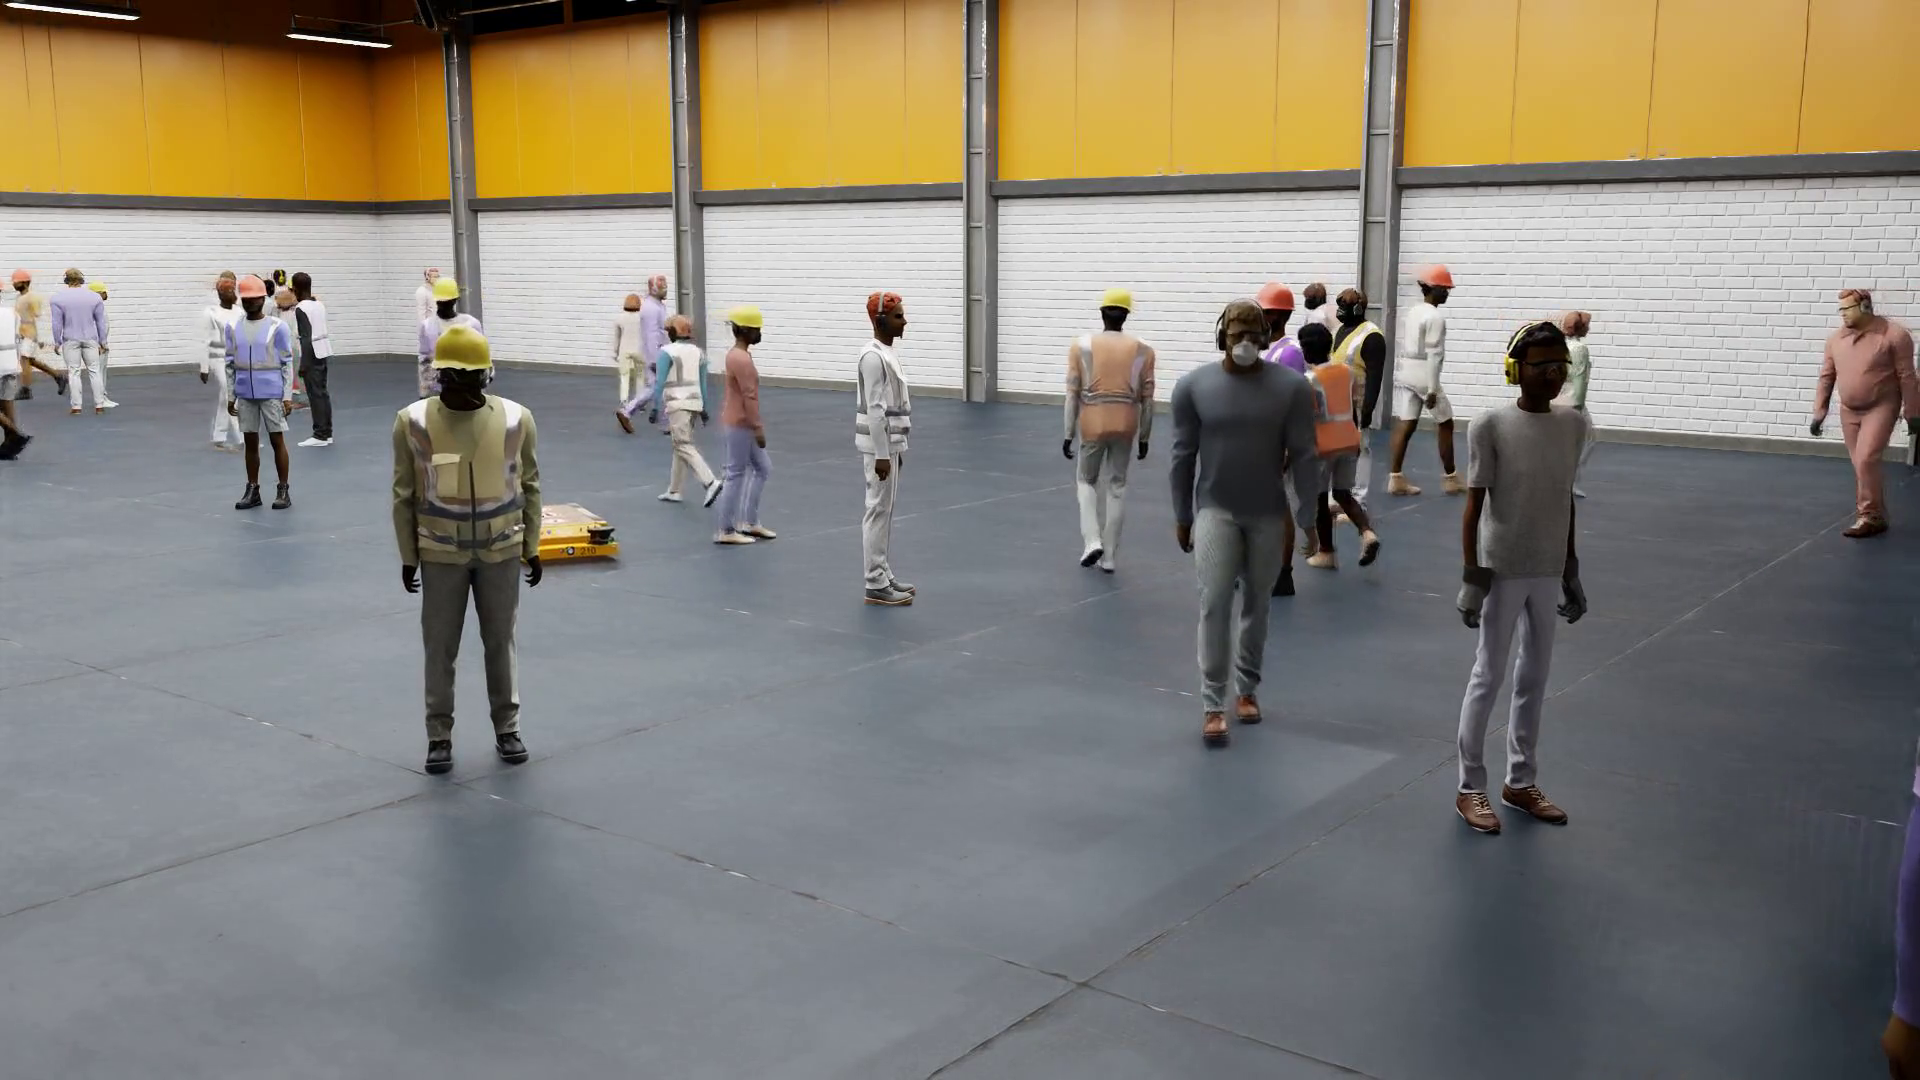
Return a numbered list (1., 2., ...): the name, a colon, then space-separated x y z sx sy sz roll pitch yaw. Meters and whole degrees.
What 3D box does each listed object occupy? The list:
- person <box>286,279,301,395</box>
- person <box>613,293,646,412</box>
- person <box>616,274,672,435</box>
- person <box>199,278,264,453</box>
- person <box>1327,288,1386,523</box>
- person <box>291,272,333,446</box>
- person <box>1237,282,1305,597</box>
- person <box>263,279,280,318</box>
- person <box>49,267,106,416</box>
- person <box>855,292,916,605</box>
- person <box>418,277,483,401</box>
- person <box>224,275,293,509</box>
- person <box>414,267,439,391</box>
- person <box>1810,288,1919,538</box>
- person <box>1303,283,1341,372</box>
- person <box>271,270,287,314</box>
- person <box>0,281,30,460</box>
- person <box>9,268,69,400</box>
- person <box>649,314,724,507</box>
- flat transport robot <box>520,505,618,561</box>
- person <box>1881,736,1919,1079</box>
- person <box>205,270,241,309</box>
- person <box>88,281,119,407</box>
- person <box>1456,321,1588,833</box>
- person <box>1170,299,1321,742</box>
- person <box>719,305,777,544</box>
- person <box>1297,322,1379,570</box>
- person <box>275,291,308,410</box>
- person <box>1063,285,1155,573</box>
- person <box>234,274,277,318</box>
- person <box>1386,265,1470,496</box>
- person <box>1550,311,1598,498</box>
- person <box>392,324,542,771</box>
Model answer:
1. person: -9.948 -3.058 25.008 0.312 1.768 0.530 -6 12 -32
2. person: -4.341 -2.457 21.975 0.499 1.605 0.777 -1 10 -4
3. person: -3.572 -2.141 19.339 0.782 1.882 0.647 0 10 -1
4. person: -7.706 -1.846 17.706 0.885 1.846 0.589 3 10 18
5. person: 3.066 -1.060 13.156 0.429 1.845 0.622 -4 11 -22
6. person: -7.143 -1.982 18.357 0.389 1.924 0.597 0 10 -3
7. person: 1.915 -0.619 10.299 0.352 1.939 0.552 -2 10 -10
8. person: -11.395 -3.448 27.477 0.319 1.697 0.532 -9 13 -43
9. person: -11.537 -2.594 21.805 0.635 1.936 0.352 -7 12 -35
10. person: -0.451 -0.553 10.087 0.355 1.882 0.576 1 10 4
11. person: -4.432 -1.325 14.500 0.643 1.911 0.451 2 10 10
12. person: -5.809 -1.214 13.773 0.552 1.936 0.360 0 10 0
13. person: -8.153 -3.262 25.791 0.405 1.906 0.644 2 10 12
14. person: 6.784 -0.951 12.490 0.702 1.853 0.672 -5 11 -25
15. person: 3.862 -1.835 17.810 0.437 1.808 0.639 6 12 33
16. person: -12.104 -3.917 29.831 0.555 1.822 0.946 7 12 37
17. person: -9.761 -1.752 16.947 0.516 1.921 0.551 3 10 16
18. person: -13.518 -3.005 24.295 0.549 1.911 0.845 9 13 41
19. person: -2.273 -1.088 13.978 0.753 1.609 0.564 6 11 31
20. flat transport robot: -2.967 -0.076 11.995 0.652 0.197 1.431 -5 11 -25
21. person: 1.801 0.677 2.559 0.639 2.030 0.686 -3 10 -19
22. person: -10.618 -2.970 24.175 0.650 1.895 1.010 -1 10 -6
23. person: -11.881 -2.689 23.018 0.297 1.712 0.484 -3 10 -16
24. person: 2.074 0.136 6.114 0.532 1.869 0.311 -3 10 -19
25. person: 1.240 -0.078 7.253 0.647 1.909 0.843 1 10 4
26. person: -1.511 -0.828 12.068 0.587 1.741 0.537 -2 10 -13
27. person: 2.468 -0.596 10.941 0.599 1.665 0.522 -5 11 -28
28. person: -9.199 -2.557 22.509 0.670 1.608 0.524 -7 12 -37
29. person: 0.987 -0.735 11.070 0.611 1.901 0.427 0 10 -2
30. person: -8.691 -2.351 20.599 0.539 1.866 0.313 -6 11 -29
31. person: 4.156 -1.373 14.480 0.931 2.003 0.636 -2 10 -11
32. person: 5.310 -1.166 14.413 0.428 1.624 0.530 -1 10 -4
33. person: -2.008 0.031 6.839 0.592 1.828 0.404 -4 10 -21
